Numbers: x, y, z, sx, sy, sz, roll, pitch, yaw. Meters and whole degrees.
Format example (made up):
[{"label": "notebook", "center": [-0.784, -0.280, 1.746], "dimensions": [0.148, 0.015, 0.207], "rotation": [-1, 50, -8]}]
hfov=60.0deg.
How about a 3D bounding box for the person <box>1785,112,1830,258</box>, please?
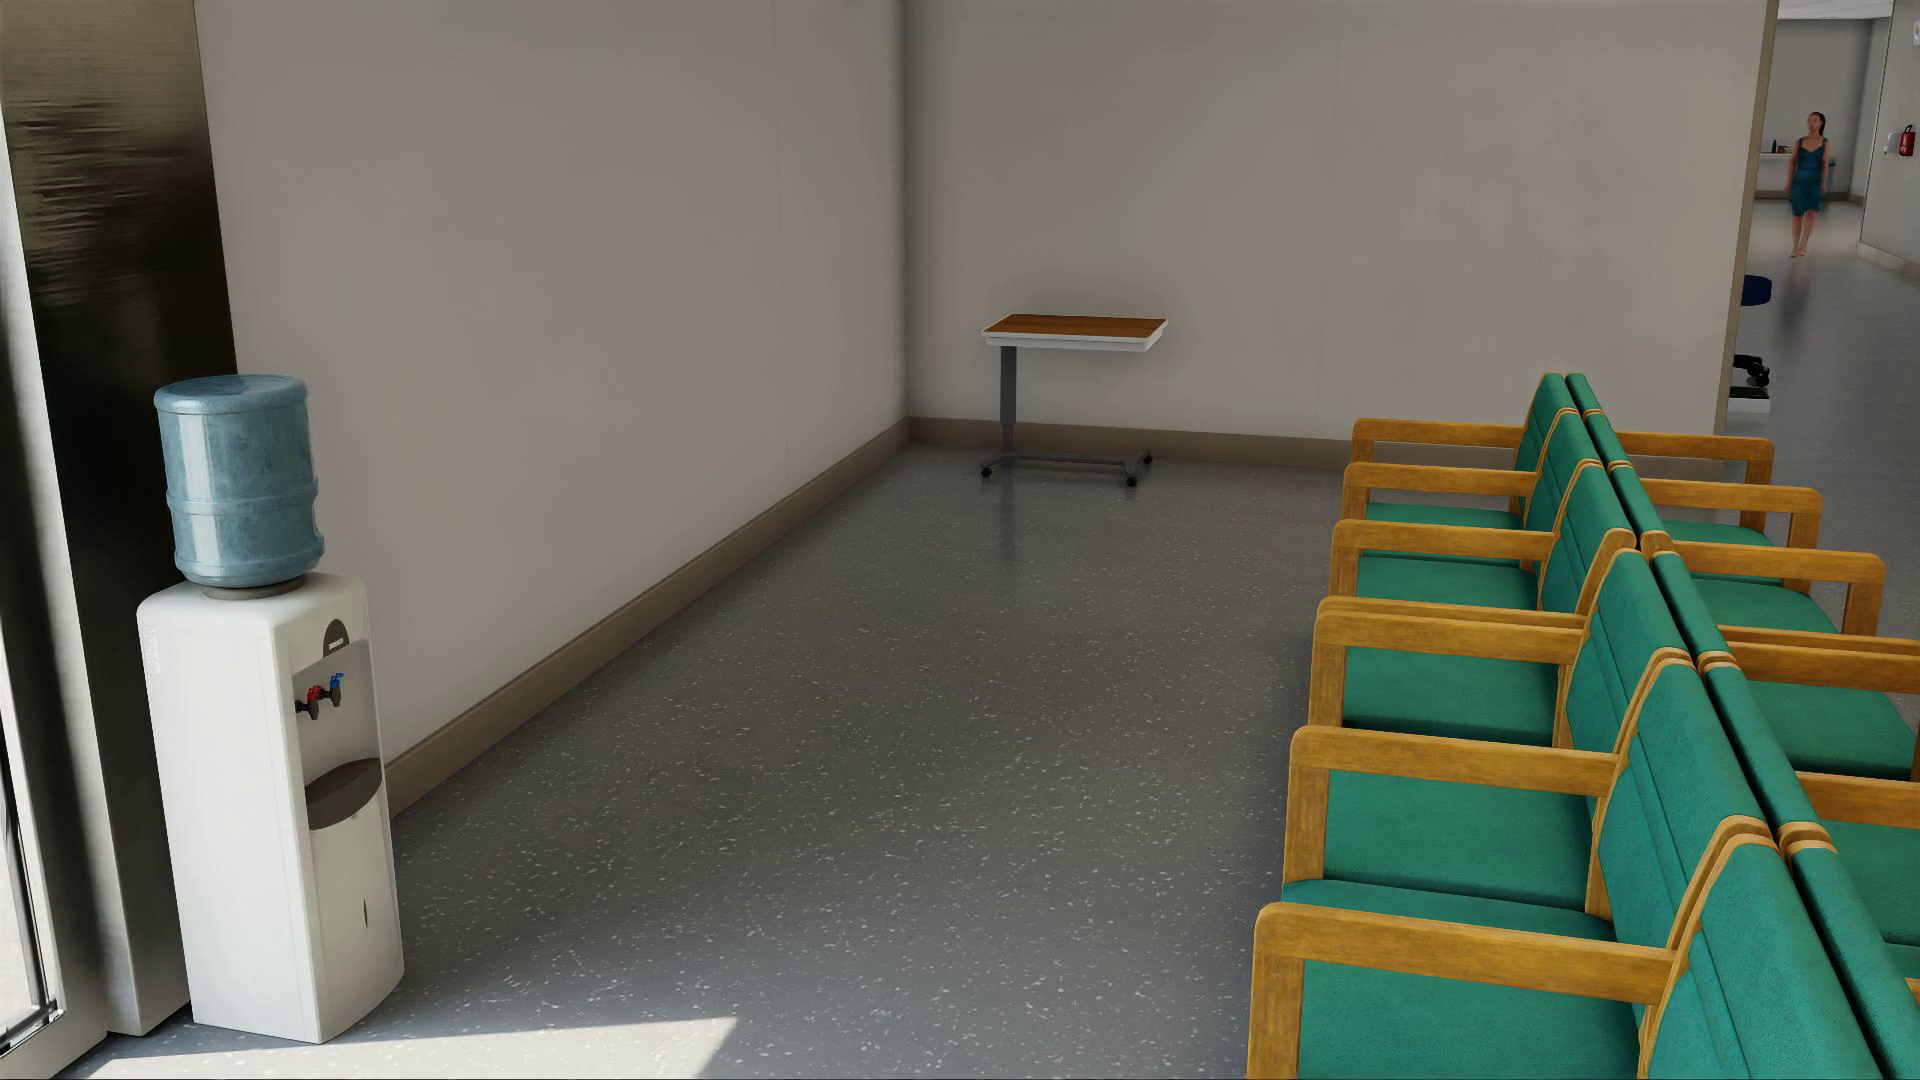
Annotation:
[{"label": "person", "center": [9.973, -4.163, 19.565], "dimensions": [0.634, 1.677, 0.738], "rotation": [11, 19, 33]}]
